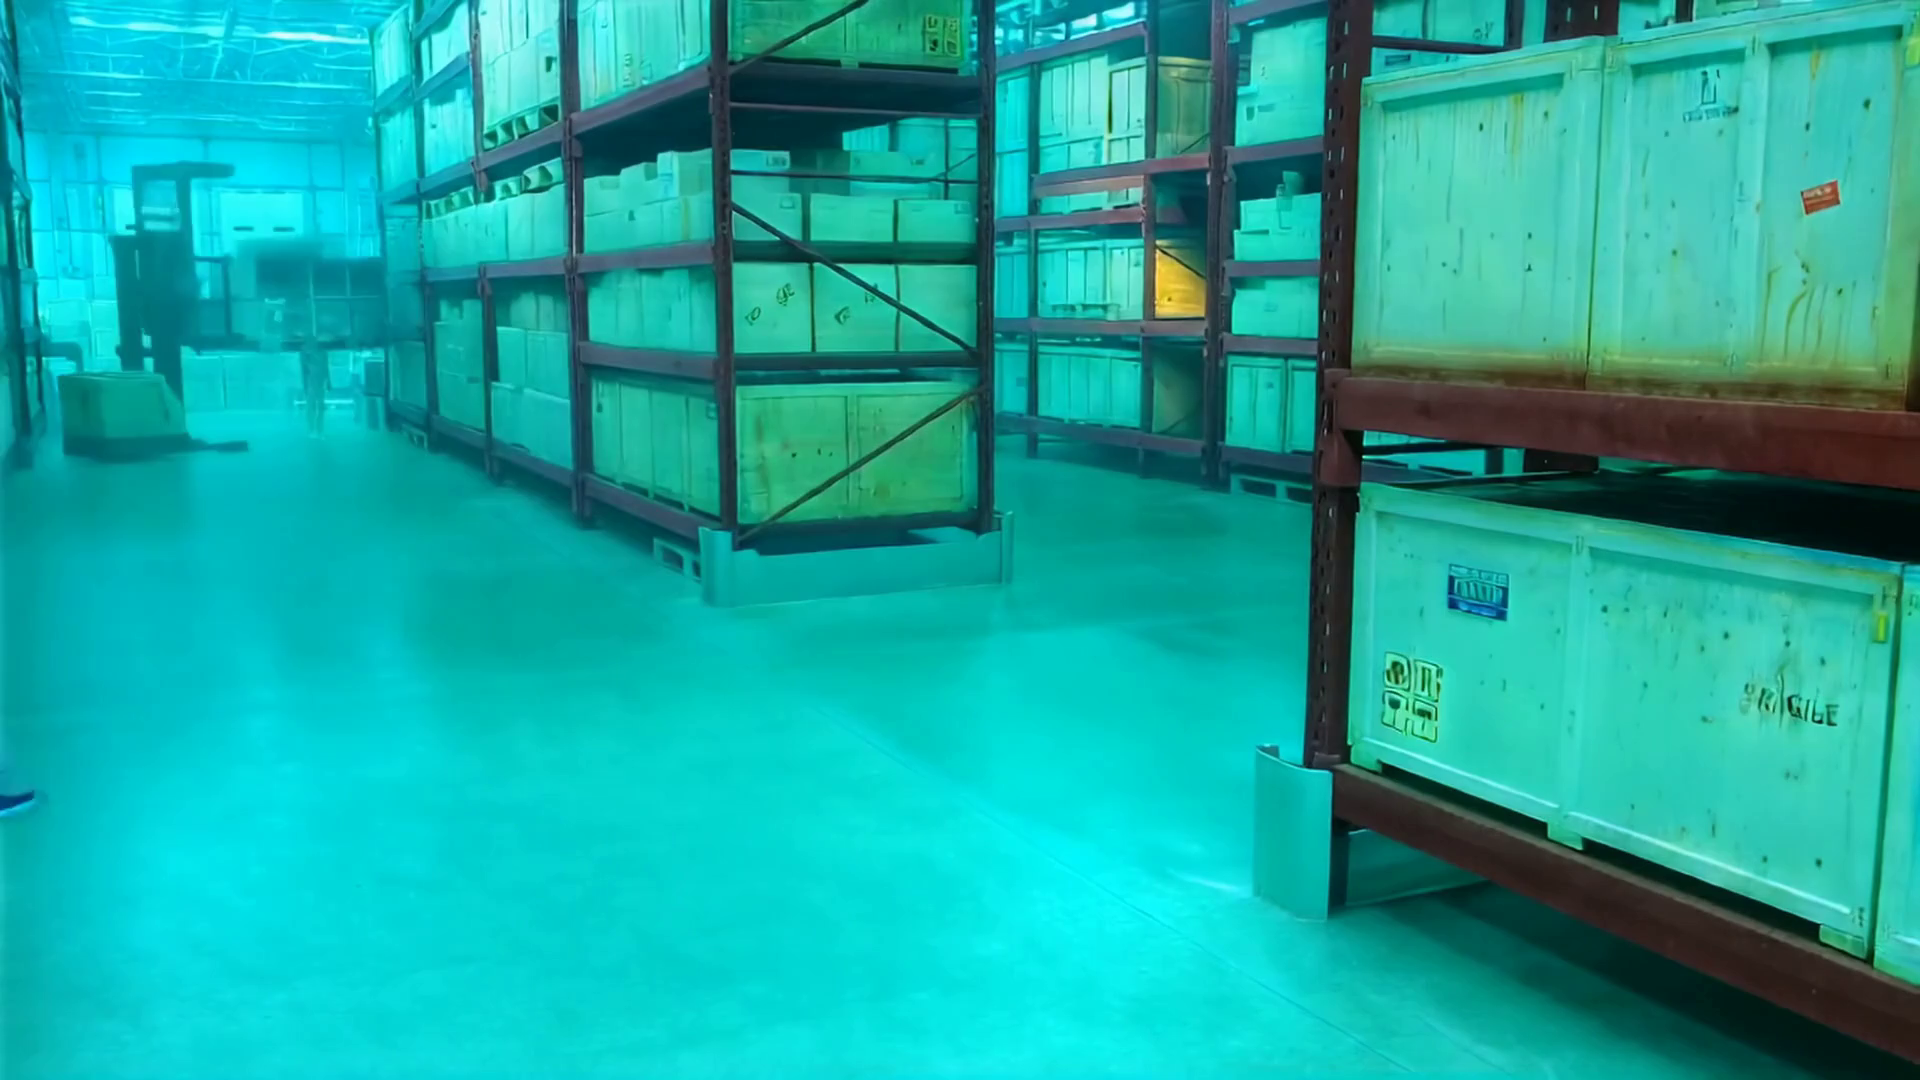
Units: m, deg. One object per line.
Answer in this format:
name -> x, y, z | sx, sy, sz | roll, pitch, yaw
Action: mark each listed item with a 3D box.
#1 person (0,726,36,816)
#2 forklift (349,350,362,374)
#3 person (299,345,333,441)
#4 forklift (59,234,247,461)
person -> -4.091, 0.186, 6.324 | 0.991, 1.853, 0.666 | -3, 9, -21
forklift -> -16.677, -5.853, 44.451 | 1.129, 2.768, 1.873 | -2, 8, -12
person -> -9.174, -2.225, 23.691 | 0.311, 1.638, 0.521 | 4, 9, 24
forklift -> -10.296, -2.463, 21.073 | 1.129, 2.768, 1.873 | 5, 10, 33
